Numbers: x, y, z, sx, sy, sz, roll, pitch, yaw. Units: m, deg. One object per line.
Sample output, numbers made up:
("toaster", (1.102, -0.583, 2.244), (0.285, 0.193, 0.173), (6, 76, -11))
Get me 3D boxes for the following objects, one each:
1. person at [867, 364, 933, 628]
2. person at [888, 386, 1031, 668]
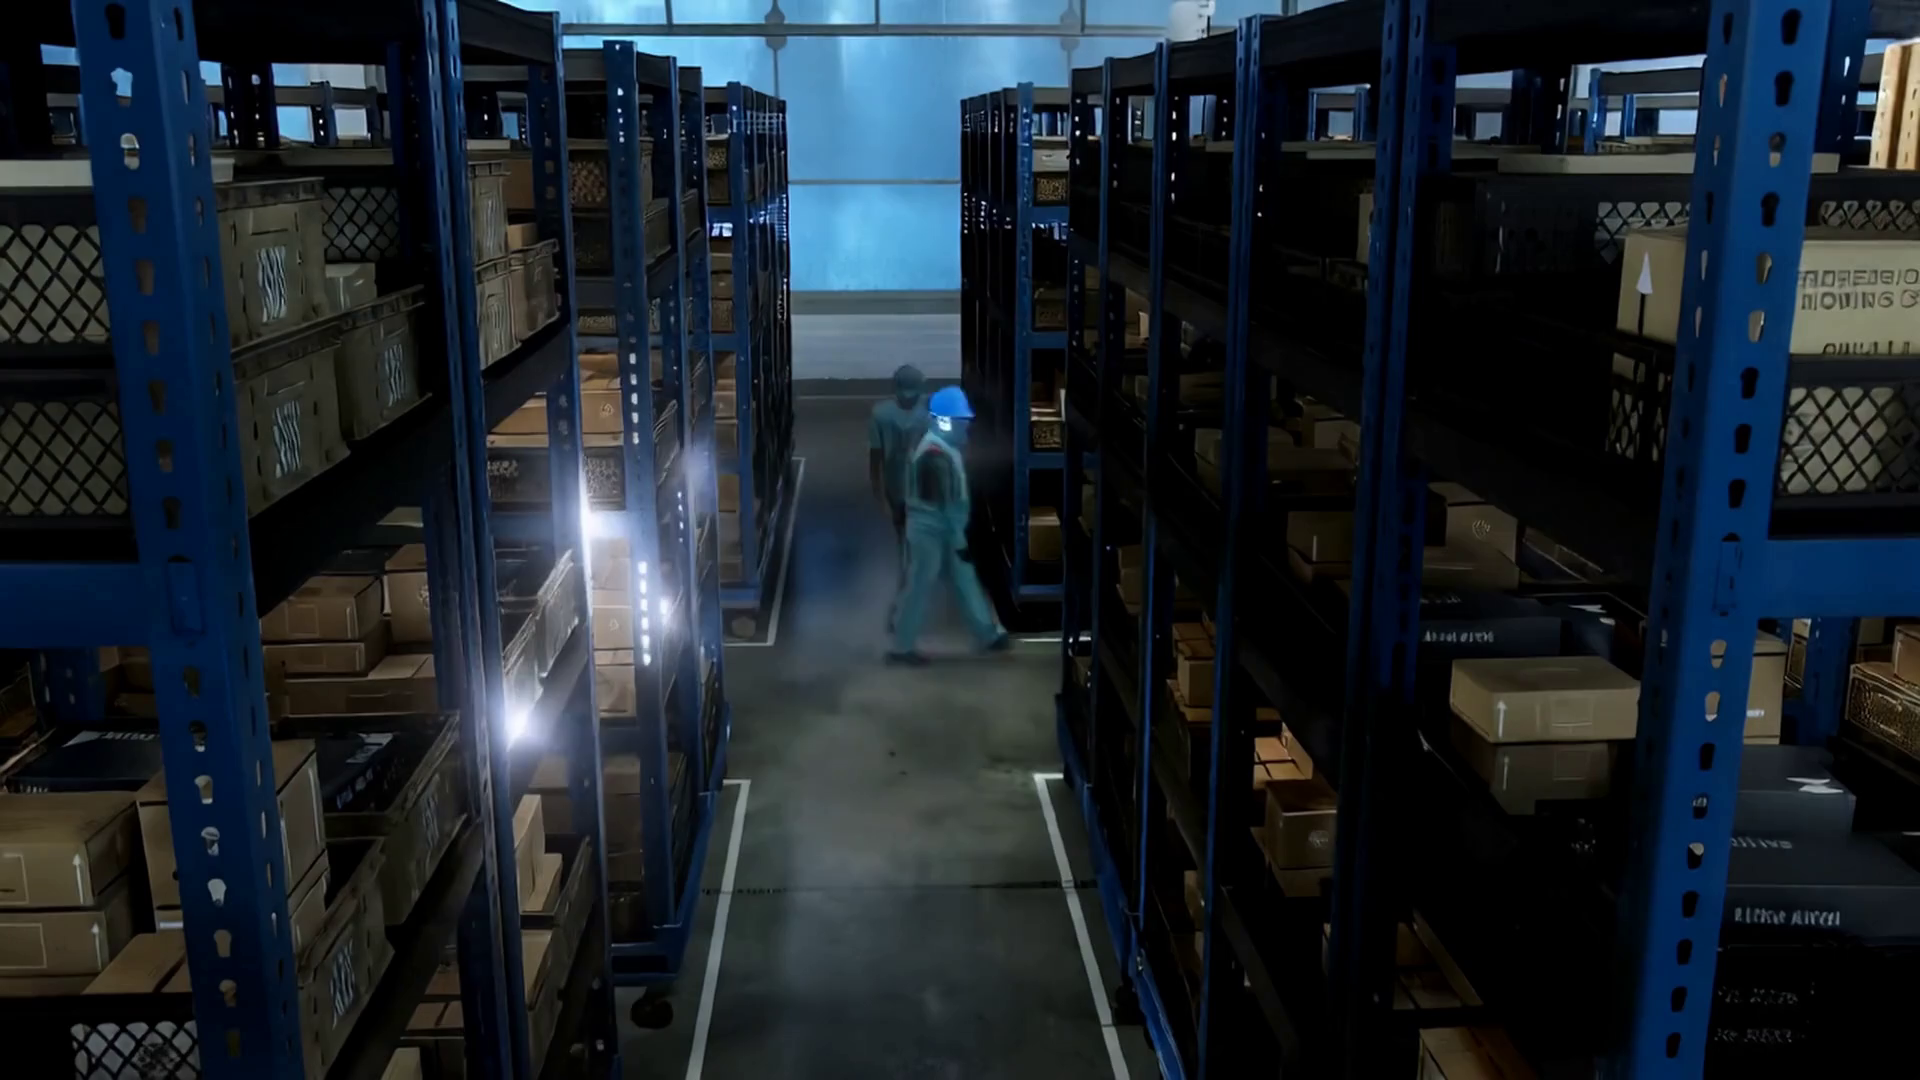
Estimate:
("person", (-0.339, -0.337, 11.465), (0.578, 1.785, 0.982), (5, 15, 19))
("person", (-0.028, -0.059, 10.302), (0.931, 1.783, 0.604), (2, 14, 6))
